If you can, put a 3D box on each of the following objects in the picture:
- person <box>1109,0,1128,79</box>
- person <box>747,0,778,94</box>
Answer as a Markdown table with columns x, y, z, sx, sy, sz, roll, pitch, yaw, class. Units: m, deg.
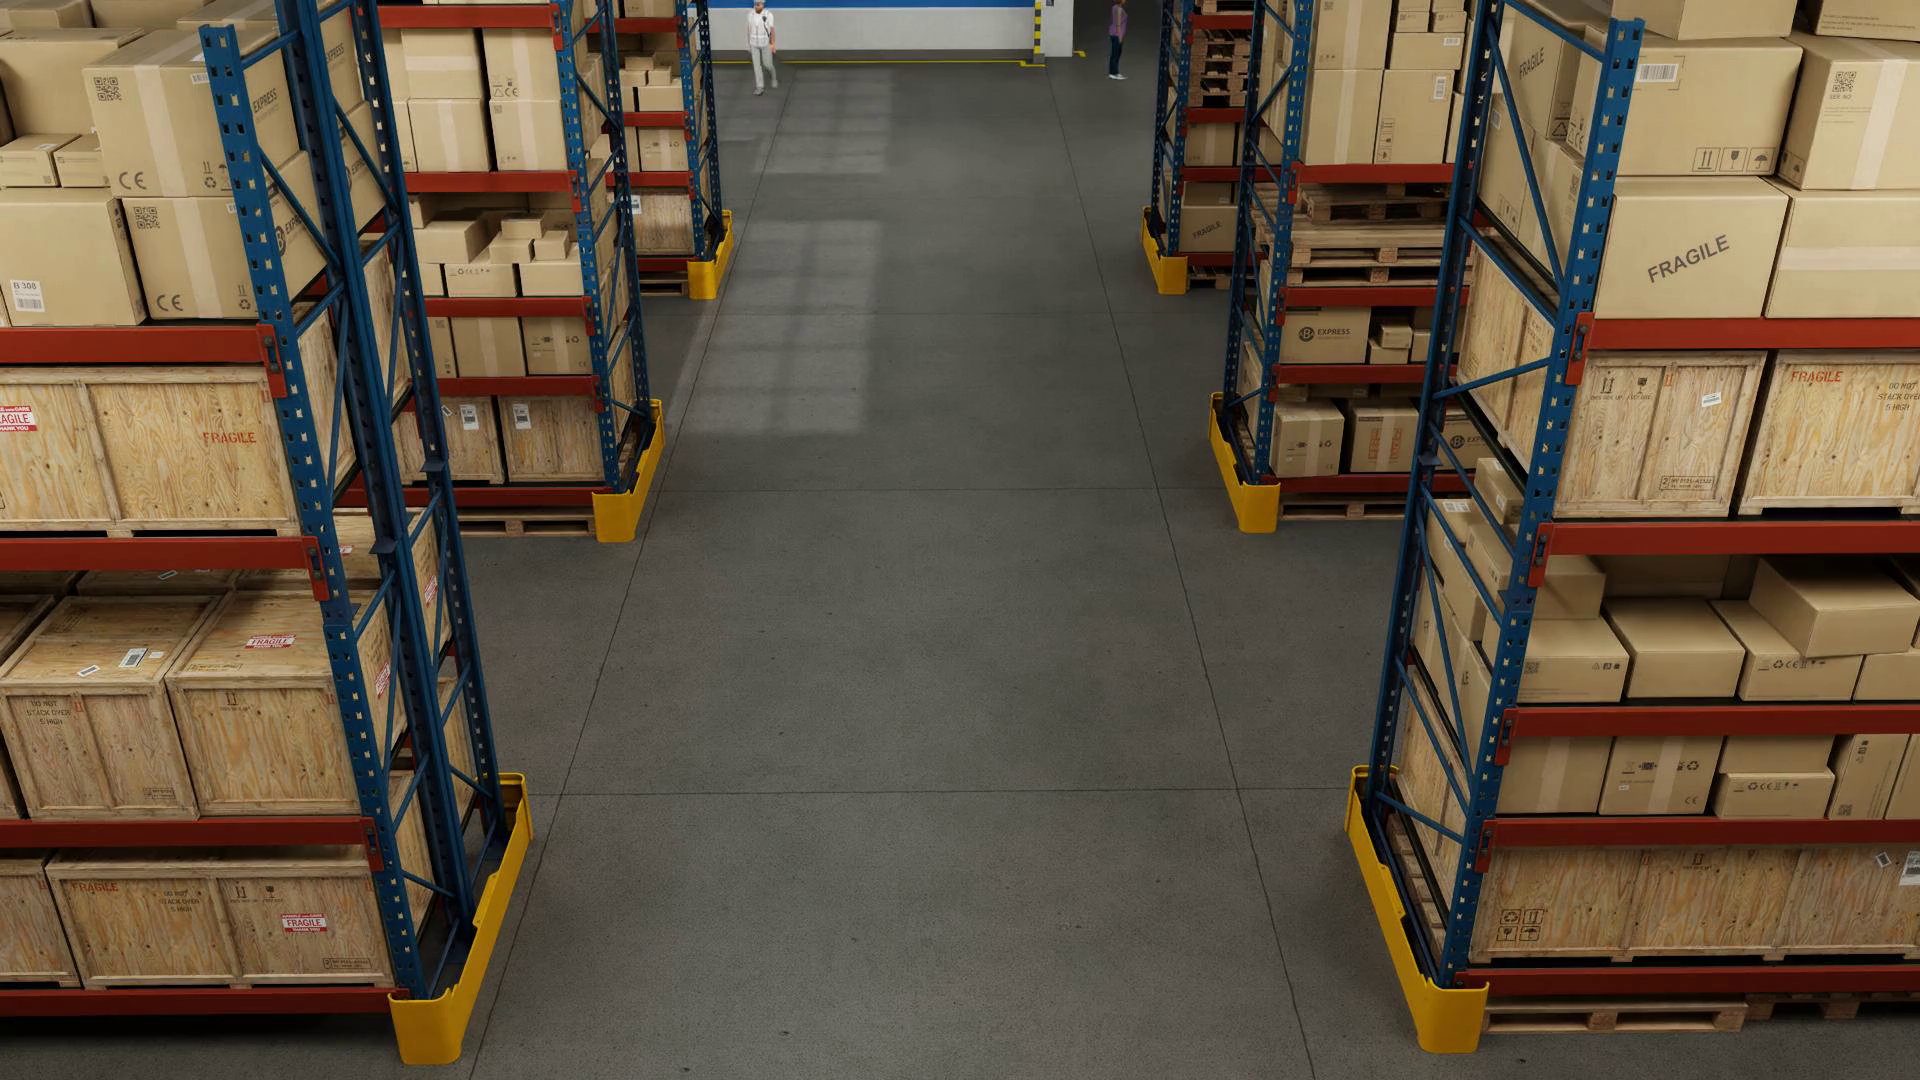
| x | y | z | sx | sy | sz | roll | pitch | yaw | class |
| --- | --- | --- | --- | --- | --- | --- | --- | --- | --- |
| 3.061 | -9.788 | 32.253 | 0.332 | 1.602 | 0.462 | -5 | 29 | -9 | person |
| -3.715 | -9.290 | 31.149 | 0.552 | 1.771 | 0.565 | 6 | 29 | 11 | person |
